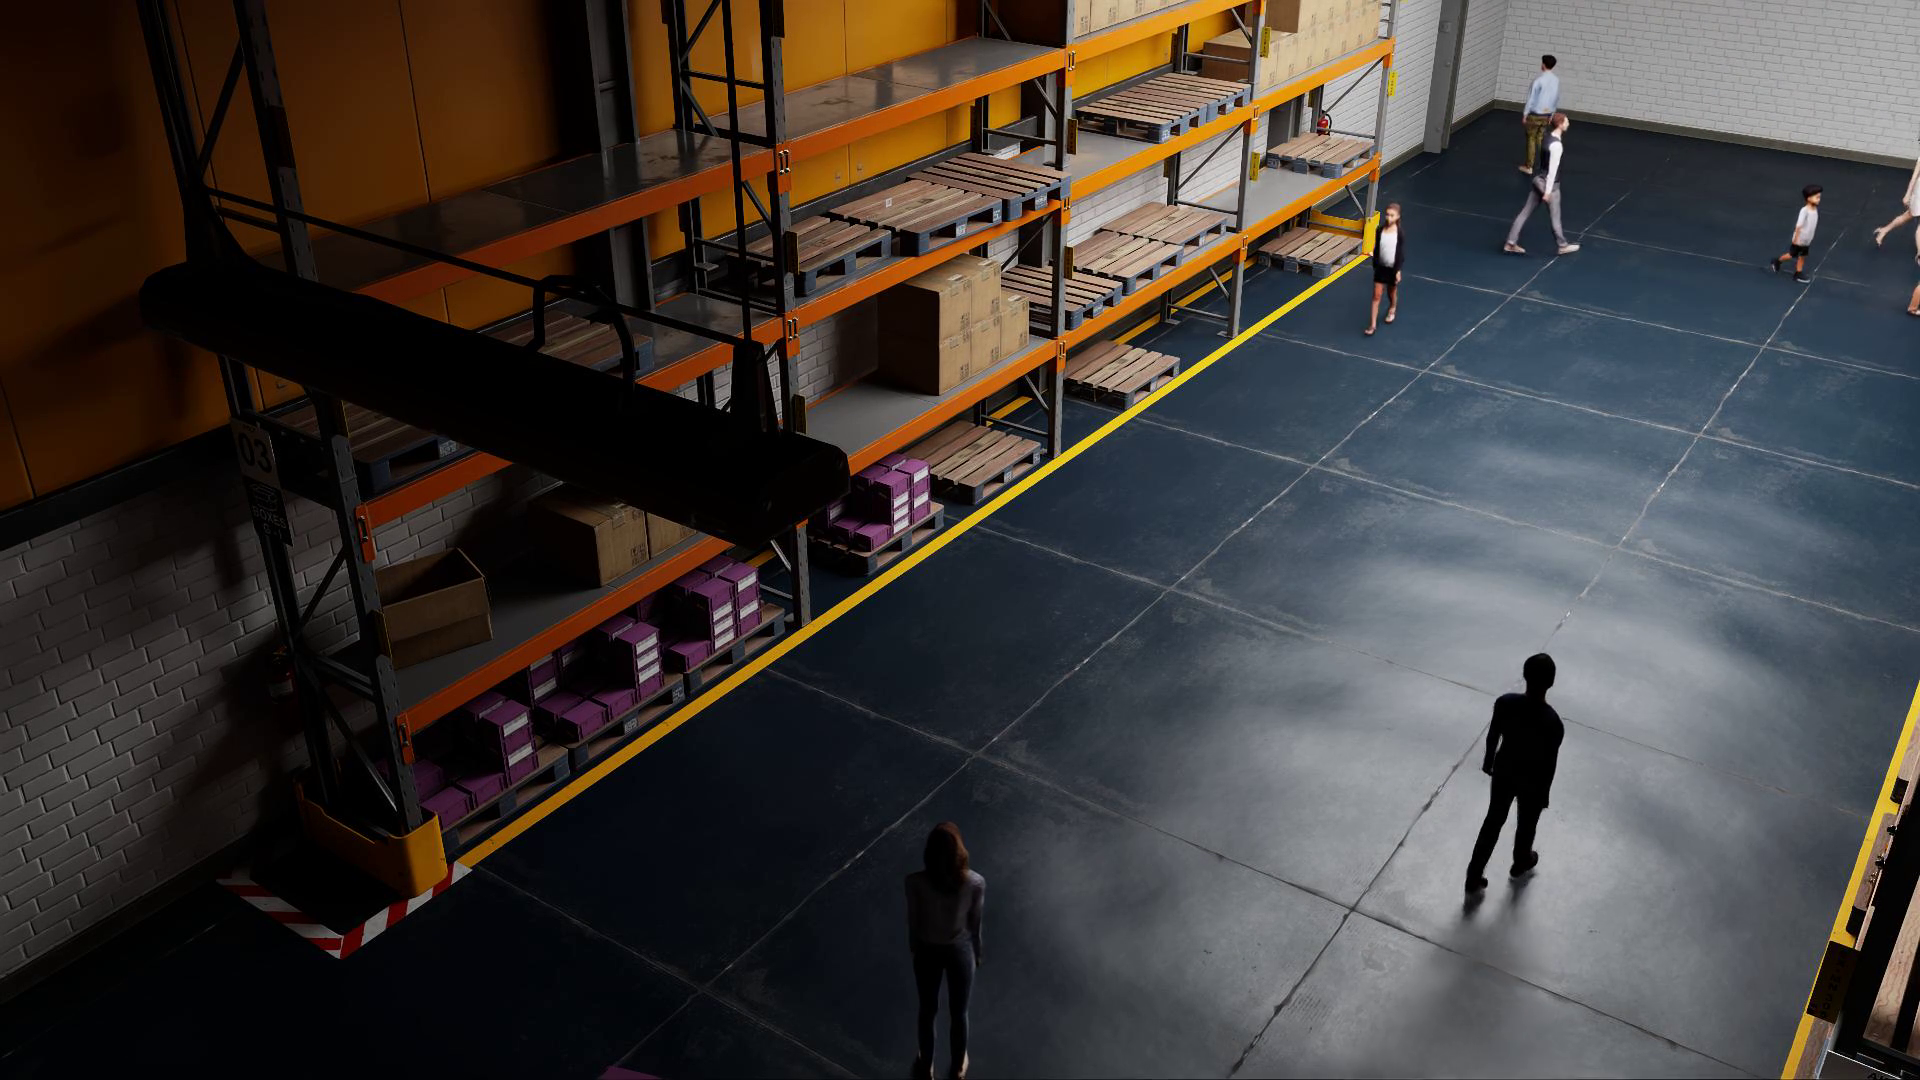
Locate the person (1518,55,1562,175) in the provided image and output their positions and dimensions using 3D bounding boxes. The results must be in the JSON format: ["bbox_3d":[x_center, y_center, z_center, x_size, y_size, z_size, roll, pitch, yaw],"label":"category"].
[{"bbox_3d":[8.875,-6.452,25.345,0.860,1.799,0.923,-12,31,-20],"label":"person"}]

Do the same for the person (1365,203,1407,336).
[{"bbox_3d":[5.113,-3.246,19.747,0.623,1.533,1.053,14,31,23],"label":"person"}]

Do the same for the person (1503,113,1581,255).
[{"bbox_3d":[7.656,-4.678,22.002,1.224,1.888,1.229,-2,29,-4],"label":"person"}]

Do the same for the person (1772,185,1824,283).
[{"bbox_3d":[10.767,-3.942,21.320,0.748,1.249,0.691,-19,34,-31],"label":"person"}]

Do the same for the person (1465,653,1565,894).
[{"bbox_3d":[3.550,1.549,10.710,0.760,1.770,1.021,24,37,37],"label":"person"}]

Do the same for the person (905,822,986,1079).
[{"bbox_3d":[-0.079,2.321,9.267,0.664,1.796,0.683,1,29,1],"label":"person"}]

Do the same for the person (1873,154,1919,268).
[{"bbox_3d":[12.569,-4.511,21.858,1.164,1.732,1.134,-9,30,-15],"label":"person"}]
